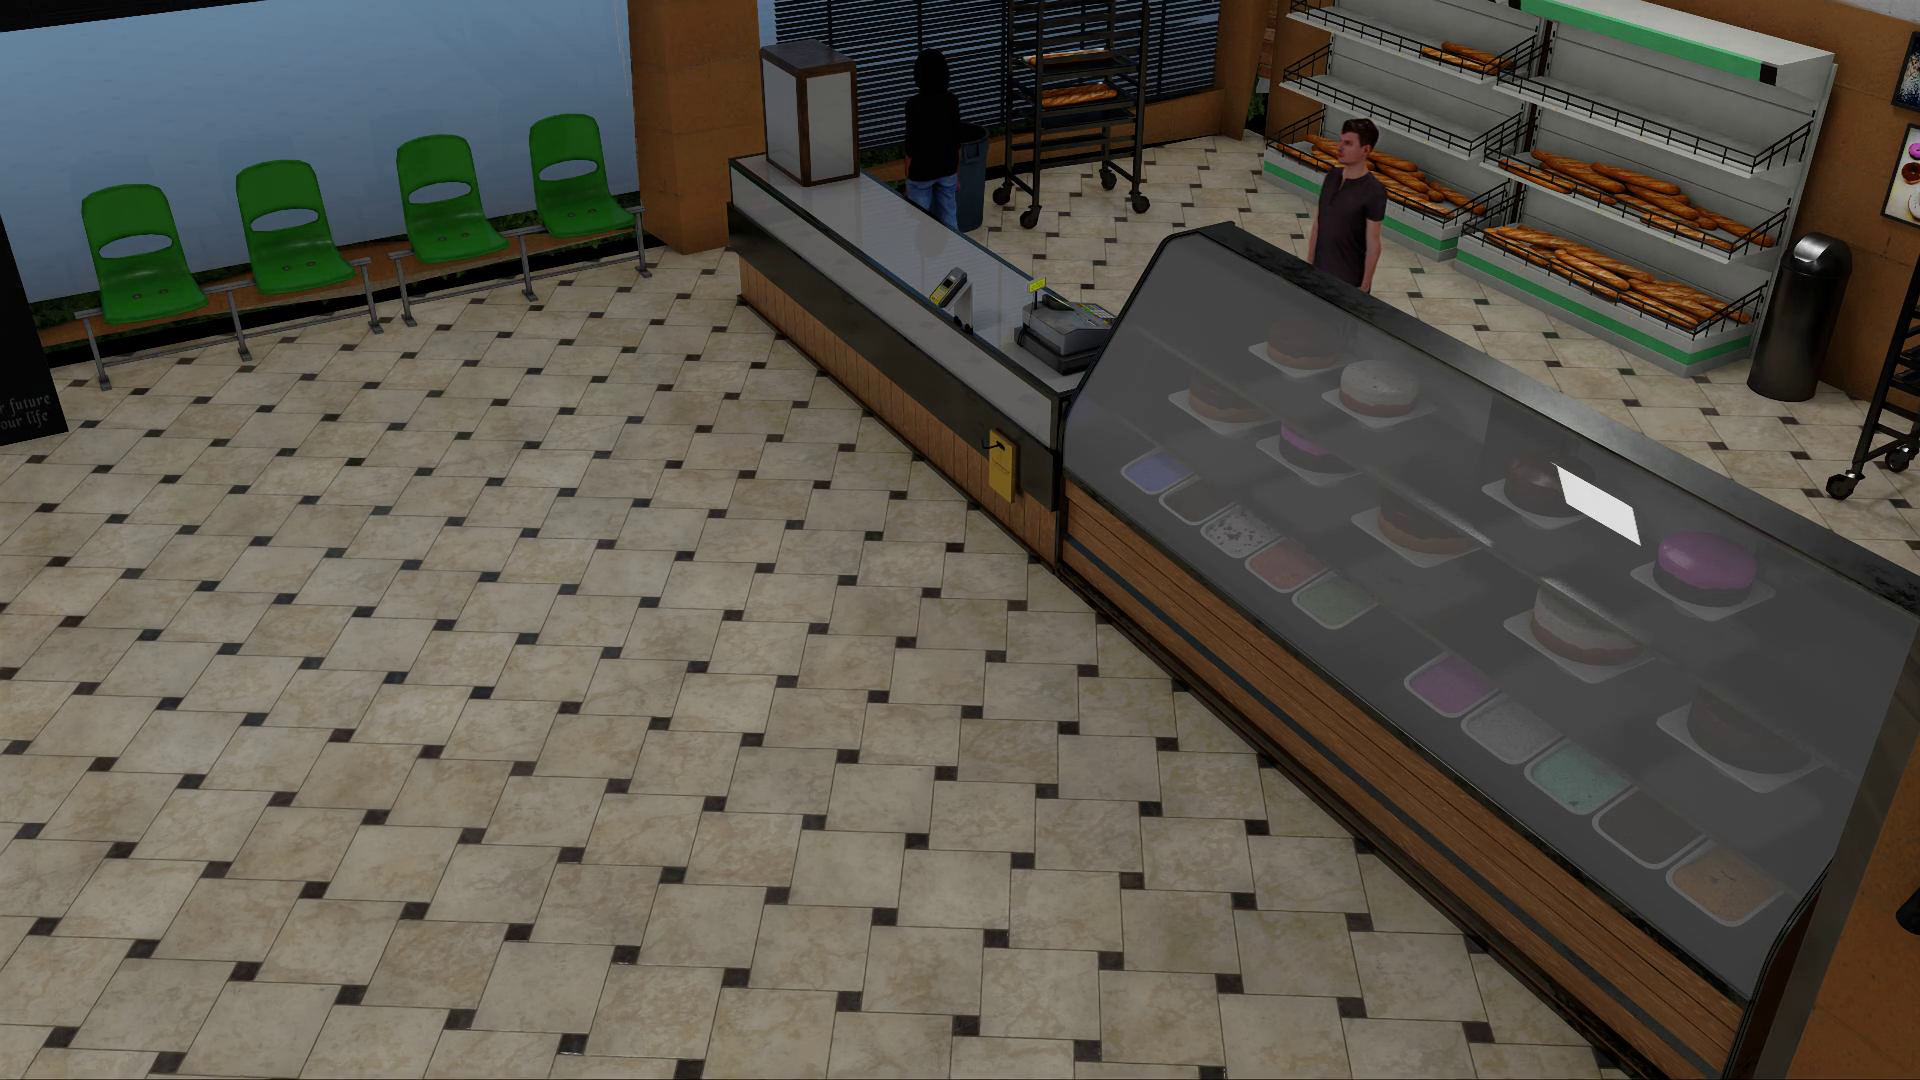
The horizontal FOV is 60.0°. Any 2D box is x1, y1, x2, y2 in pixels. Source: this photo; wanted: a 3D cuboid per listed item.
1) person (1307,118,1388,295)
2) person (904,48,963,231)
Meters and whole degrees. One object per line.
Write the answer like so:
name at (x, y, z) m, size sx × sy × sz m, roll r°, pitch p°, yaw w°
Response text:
person at (2.137, -1.456, 9.332) m, size 0.517 × 1.852 × 0.647 m, roll -17°, pitch 36°, yaw -26°
person at (-0.182, -2.395, 10.983) m, size 0.511 × 1.702 × 0.648 m, roll -12°, pitch 34°, yaw -19°
